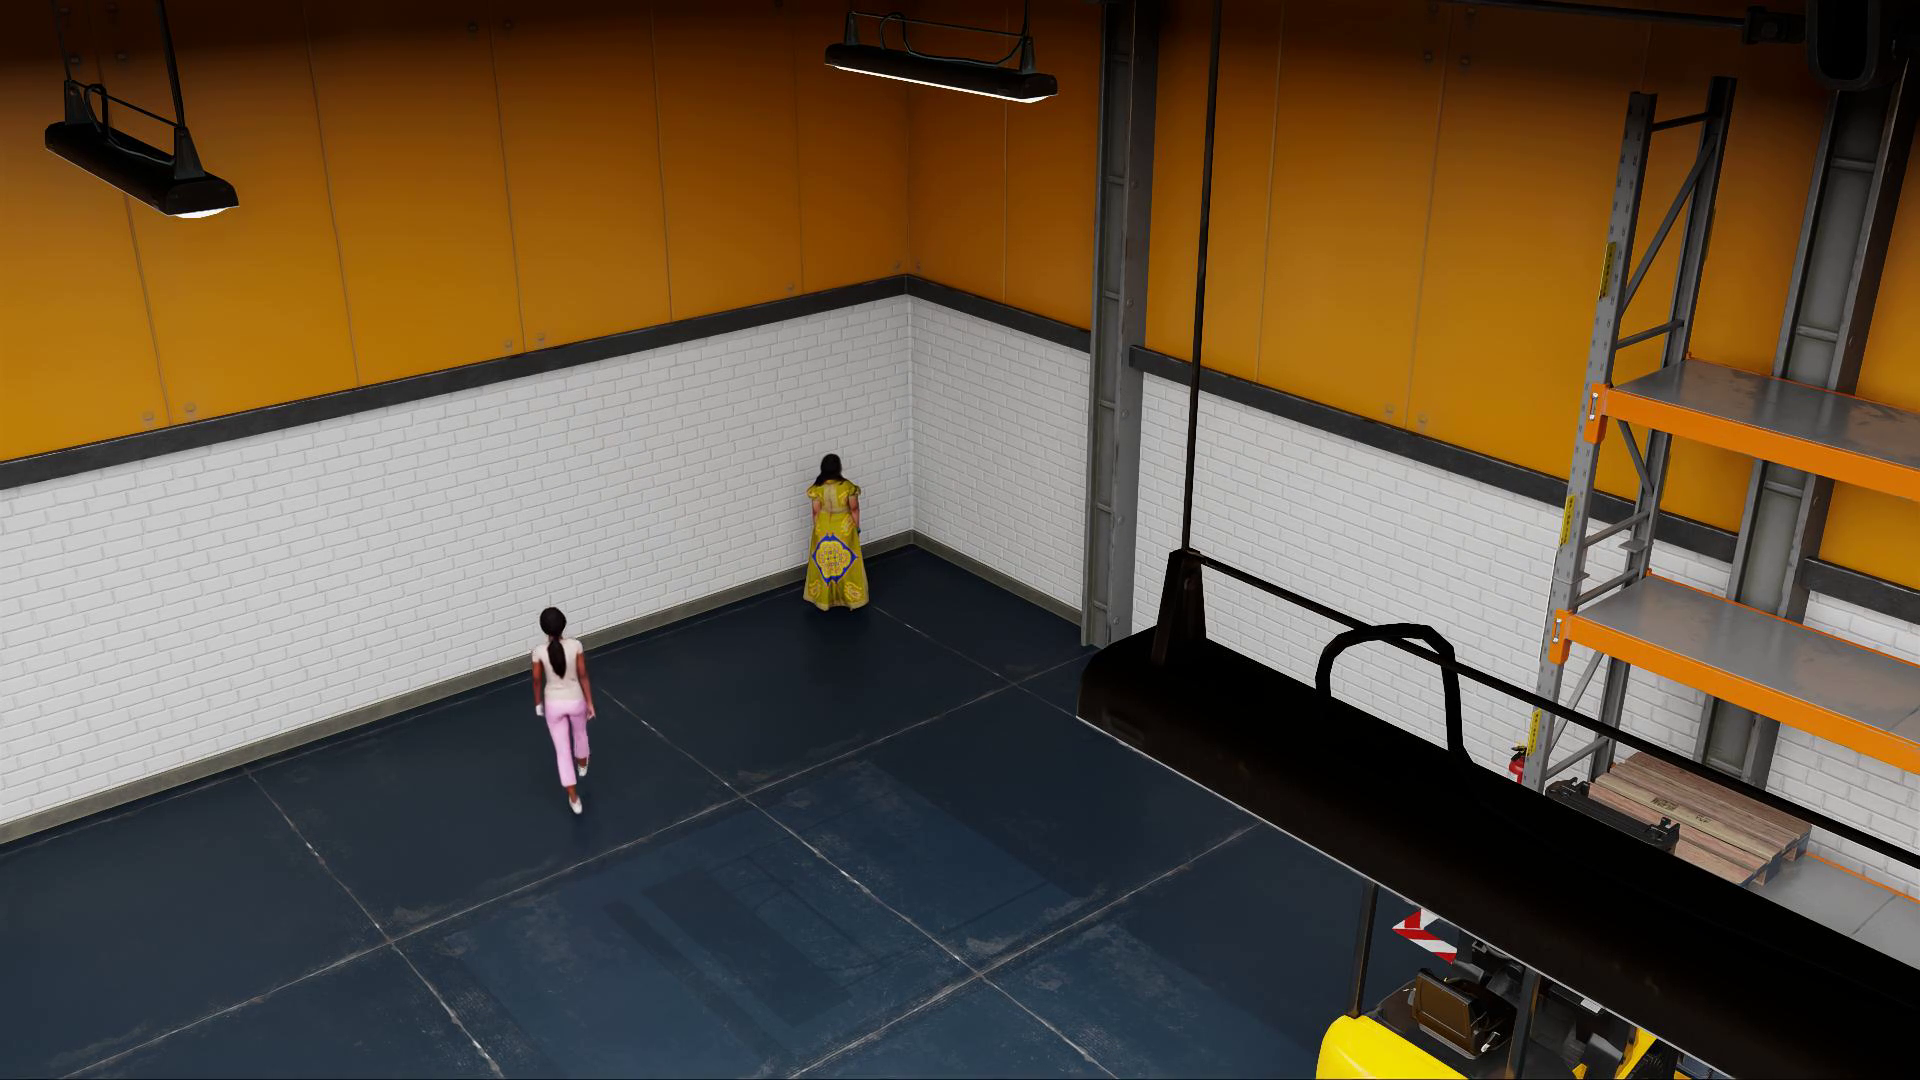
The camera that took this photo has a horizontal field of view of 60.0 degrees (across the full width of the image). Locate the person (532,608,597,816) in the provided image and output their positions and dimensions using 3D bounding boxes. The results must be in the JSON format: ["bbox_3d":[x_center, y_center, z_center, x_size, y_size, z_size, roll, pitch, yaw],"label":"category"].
[{"bbox_3d":[-3.134,1.386,13.234,0.836,1.711,1.103,-8,25,-17],"label":"person"}]

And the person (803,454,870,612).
[{"bbox_3d":[-1.247,-0.077,16.646,0.999,1.658,1.040,0,24,0],"label":"person"}]
